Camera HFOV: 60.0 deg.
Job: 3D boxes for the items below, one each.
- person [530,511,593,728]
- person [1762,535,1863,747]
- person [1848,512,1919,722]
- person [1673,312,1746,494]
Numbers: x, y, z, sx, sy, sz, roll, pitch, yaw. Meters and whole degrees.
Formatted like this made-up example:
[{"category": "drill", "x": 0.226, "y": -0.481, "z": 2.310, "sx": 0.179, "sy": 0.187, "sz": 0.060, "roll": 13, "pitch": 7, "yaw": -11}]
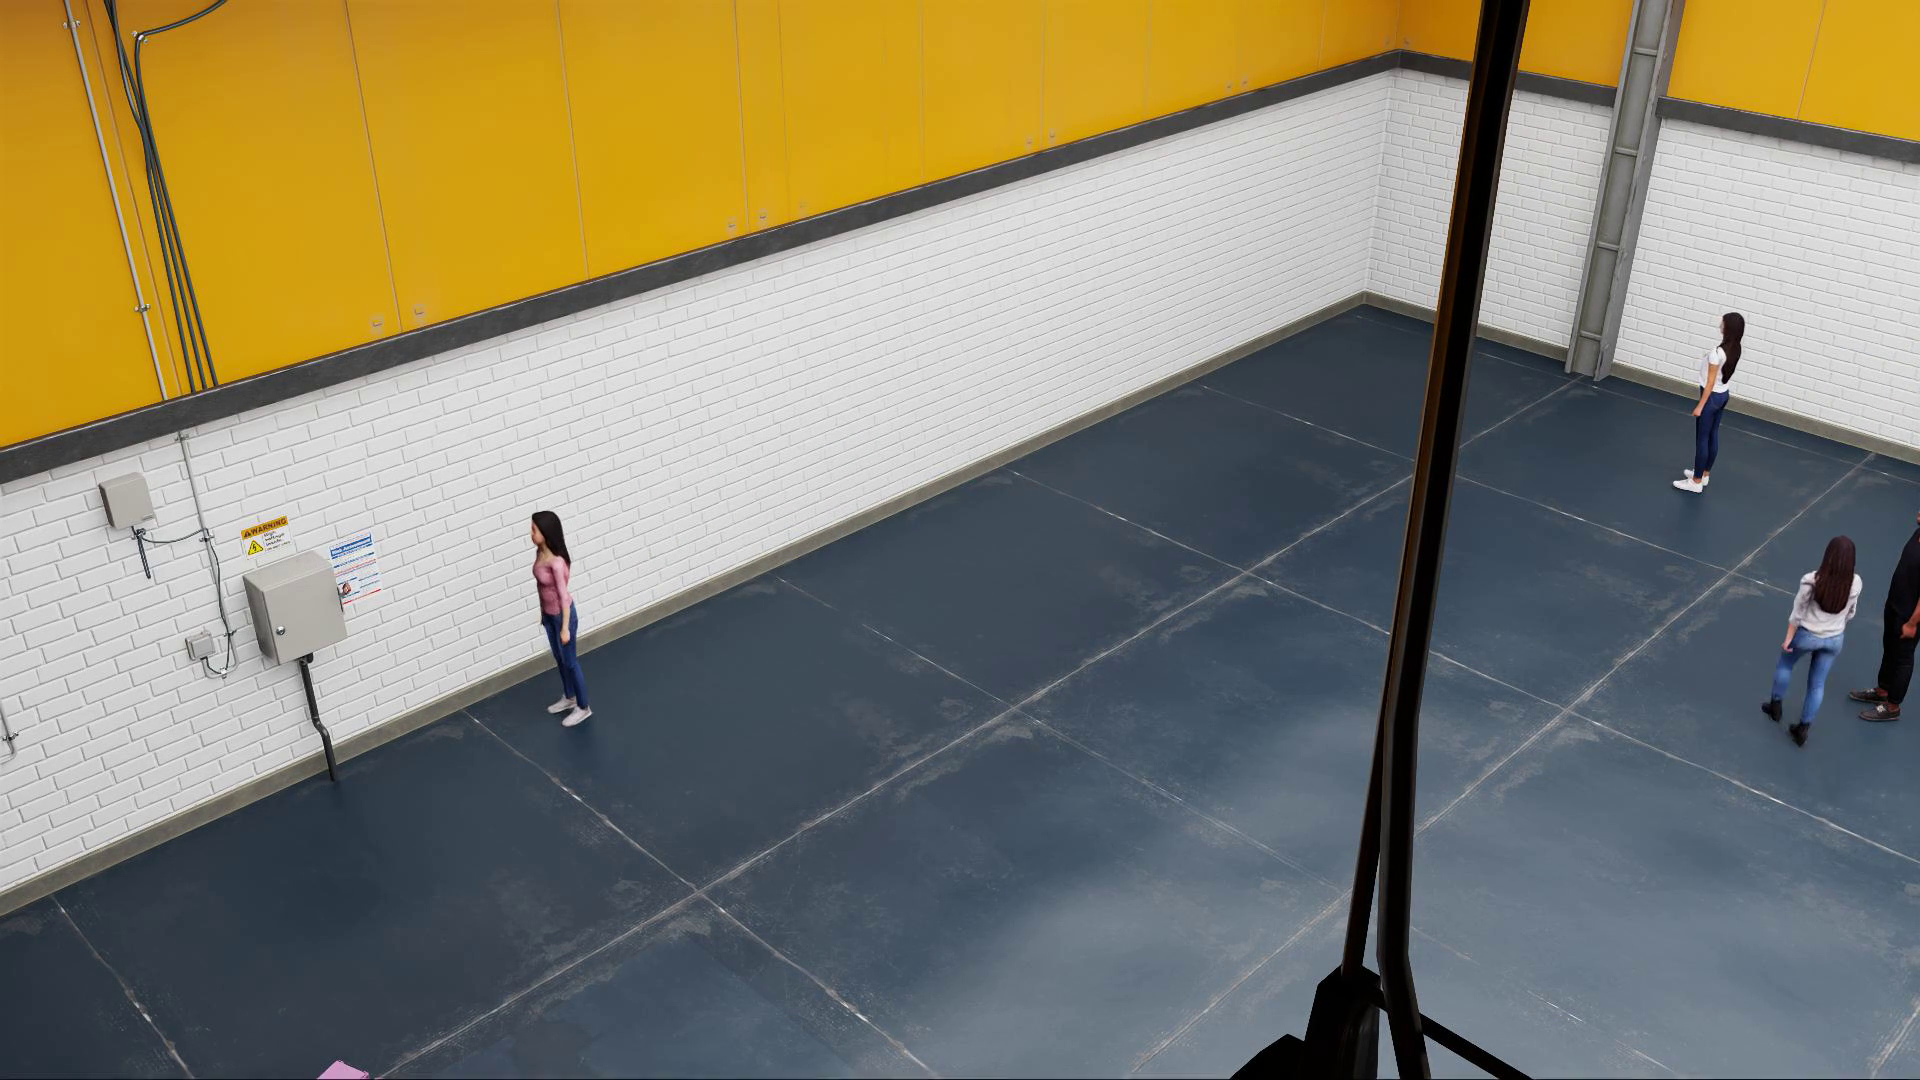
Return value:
[{"category": "person", "x": -2.943, "y": 0.563, "z": 12.203, "sx": 0.671, "sy": 1.739, "sz": 0.486, "roll": -18, "pitch": 33, "yaw": -30}, {"category": "person", "x": 6.203, "y": 0.764, "z": 11.969, "sx": 0.809, "sy": 1.611, "sz": 0.865, "roll": 3, "pitch": 29, "yaw": 5}, {"category": "person", "x": 6.992, "y": 0.502, "z": 12.231, "sx": 0.764, "sy": 1.819, "sz": 0.751, "roll": 5, "pitch": 29, "yaw": 10}, {"category": "person", "x": 7.064, "y": -1.297, "z": 15.574, "sx": 0.583, "sy": 1.776, "sz": 0.510, "roll": -24, "pitch": 37, "yaw": -37}]
